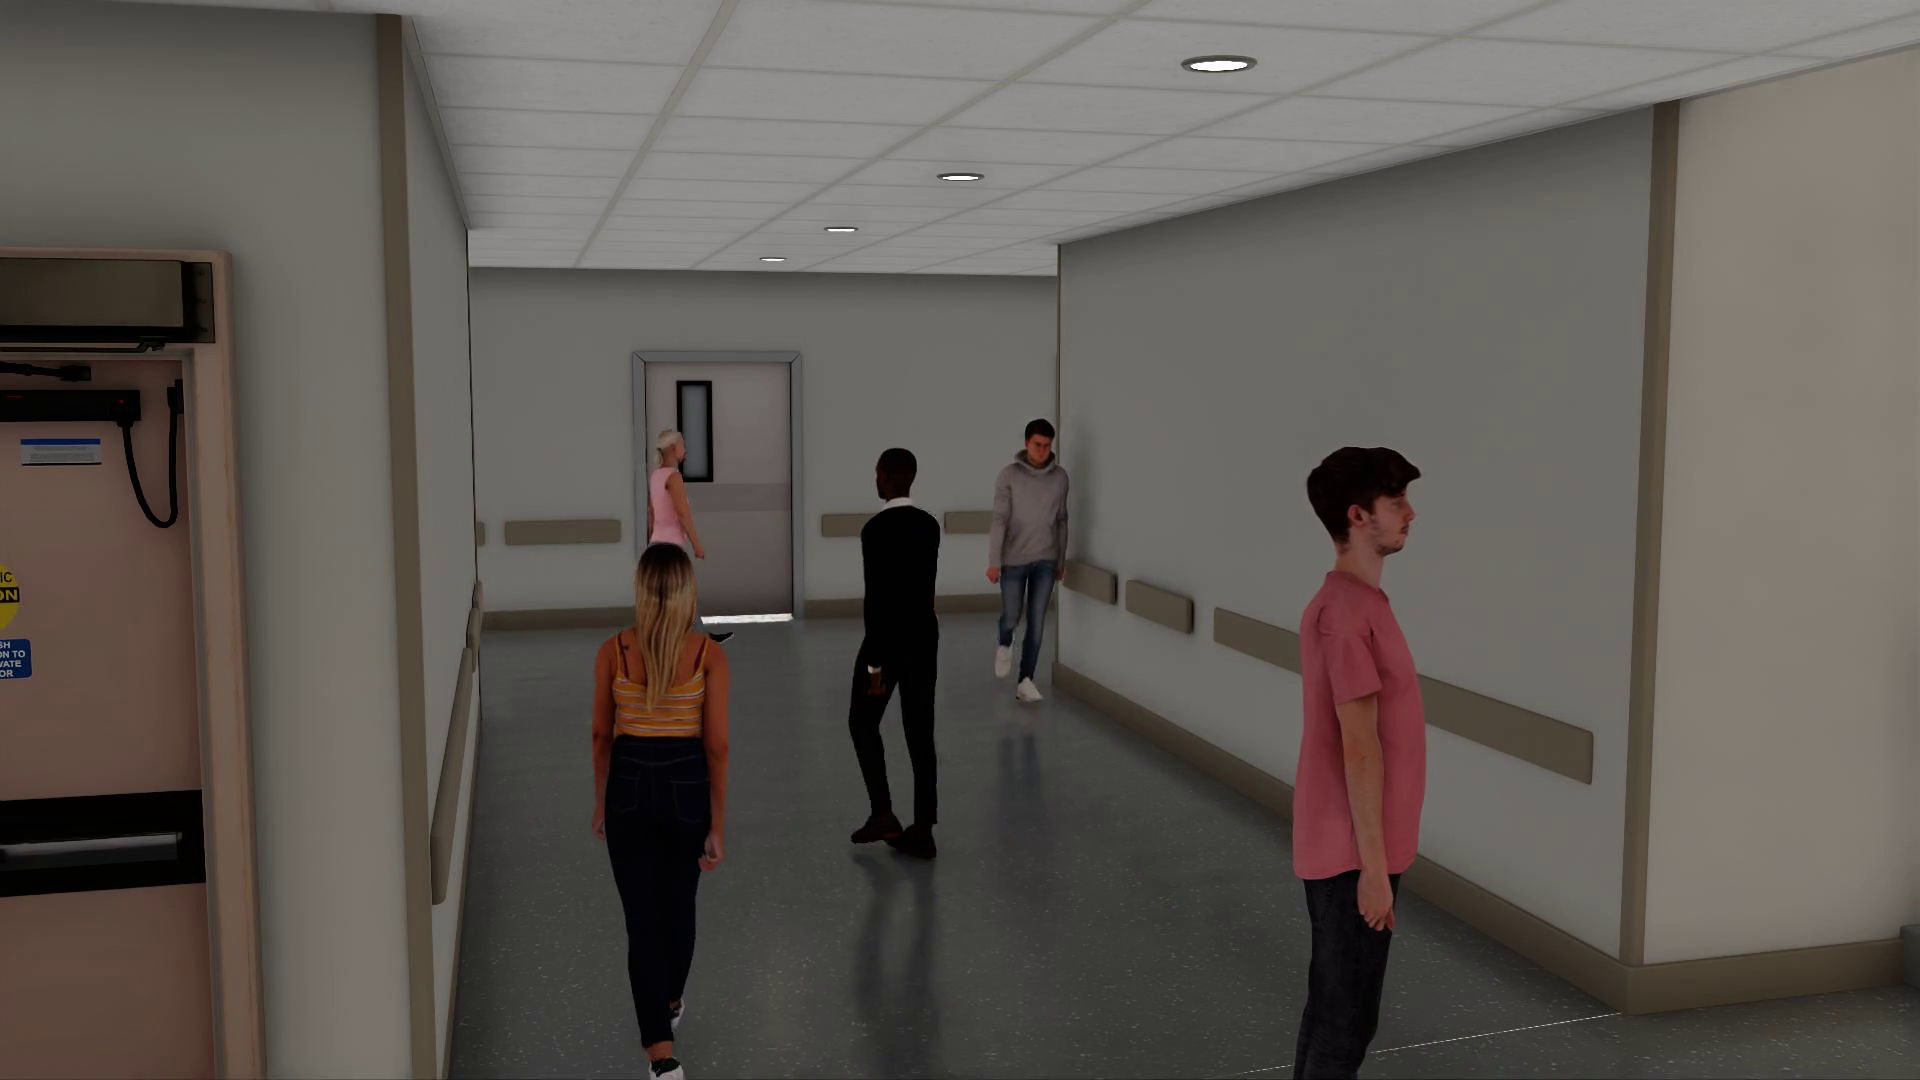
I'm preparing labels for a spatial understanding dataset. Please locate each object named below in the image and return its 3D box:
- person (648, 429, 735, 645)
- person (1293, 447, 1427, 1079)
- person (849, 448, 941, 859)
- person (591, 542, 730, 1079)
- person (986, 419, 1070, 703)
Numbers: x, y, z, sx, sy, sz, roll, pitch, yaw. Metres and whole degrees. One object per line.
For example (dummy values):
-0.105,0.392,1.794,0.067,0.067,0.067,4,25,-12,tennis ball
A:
-2.186,0.080,12.032,1.095,1.688,0.716,-3,6,-28,person
0.937,0.749,4.034,0.688,1.958,0.697,1,6,9,person
-0.185,0.504,7.288,0.724,1.795,0.811,-5,8,-41,person
-0.892,0.846,4.920,1.112,1.588,0.714,-1,6,-9,person
0.439,0.133,10.862,0.992,1.818,0.757,-1,6,-12,person
